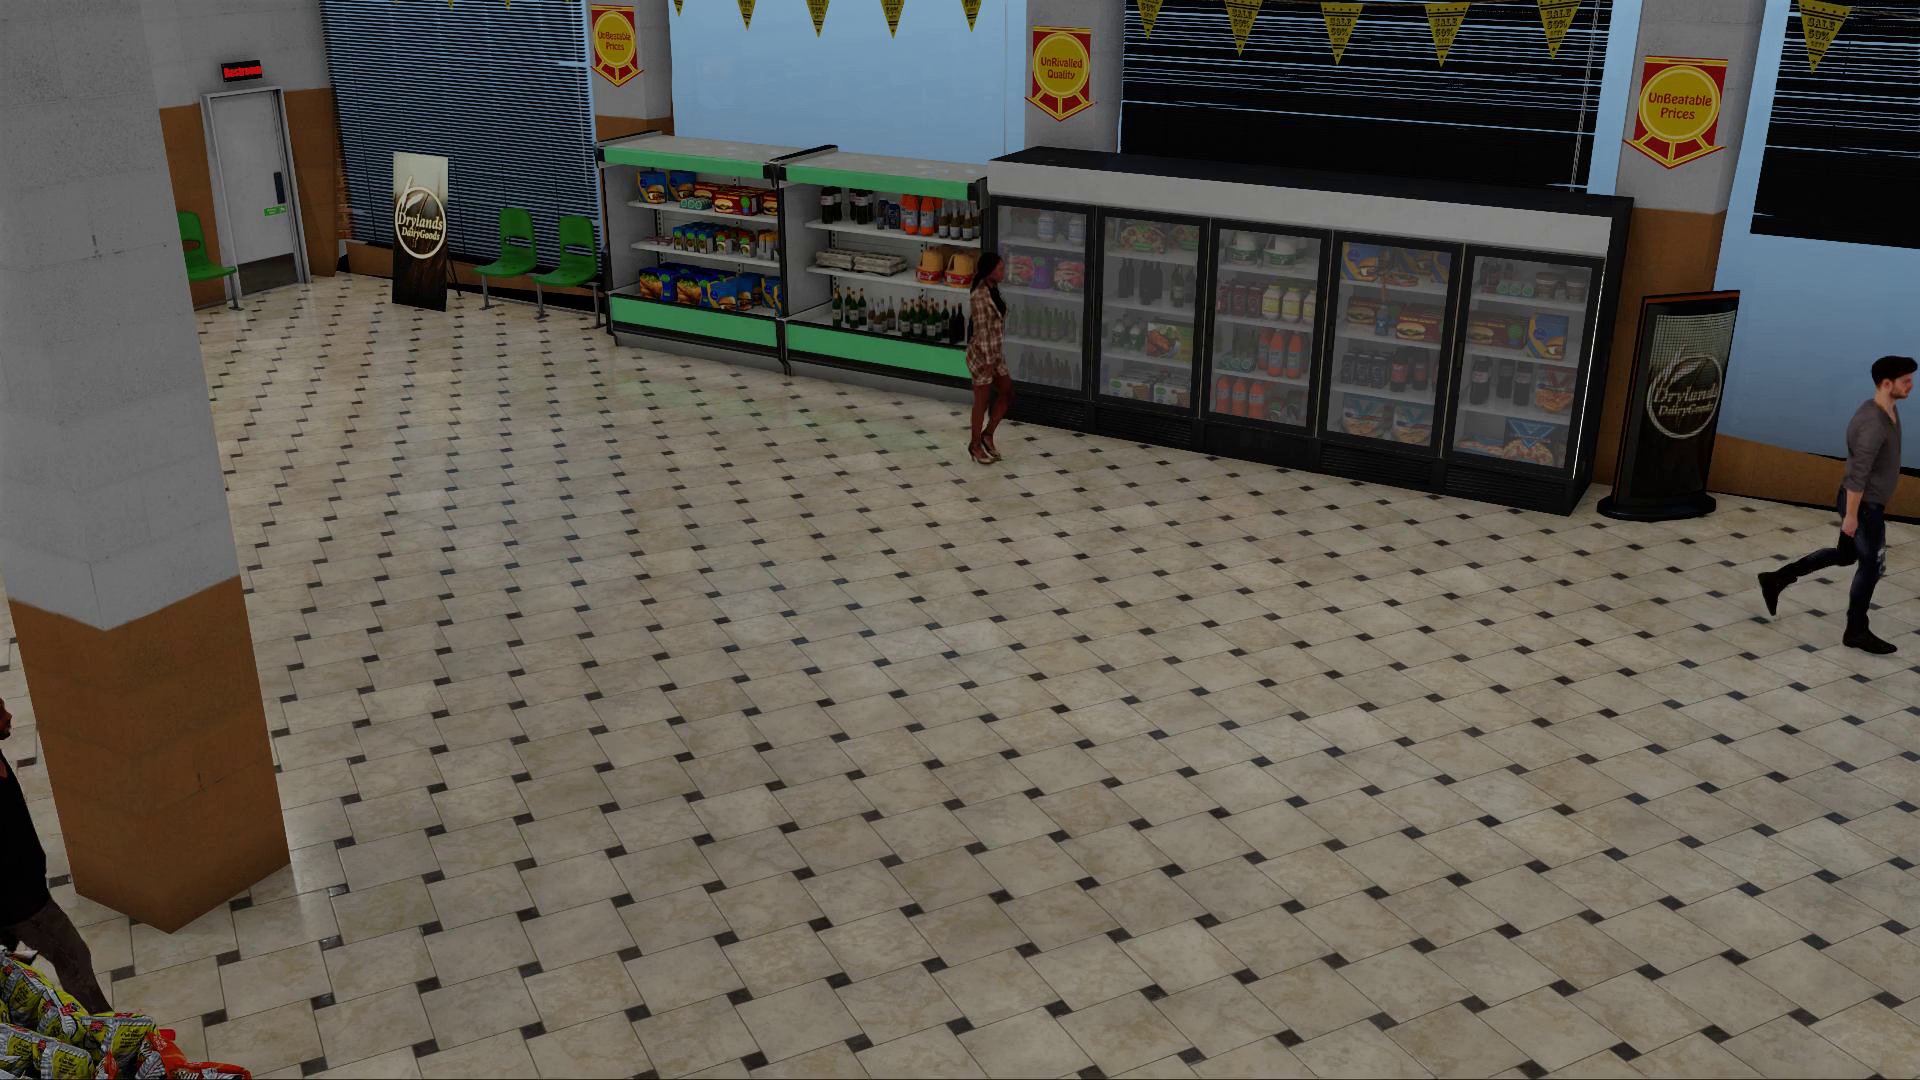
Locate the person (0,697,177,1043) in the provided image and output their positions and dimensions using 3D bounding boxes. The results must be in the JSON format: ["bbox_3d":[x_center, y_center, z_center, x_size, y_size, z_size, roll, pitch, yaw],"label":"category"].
[{"bbox_3d":[-3.804,1.397,6.452,1.199,1.776,1.248,-10,24,-24],"label":"person"}]

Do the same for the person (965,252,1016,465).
[{"bbox_3d":[0.128,-1.470,13.582,0.597,1.781,0.579,11,24,25],"label":"person"}]

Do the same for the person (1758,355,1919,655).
[{"bbox_3d":[5.551,-0.242,10.396,1.079,1.878,0.683,13,25,29],"label":"person"}]
